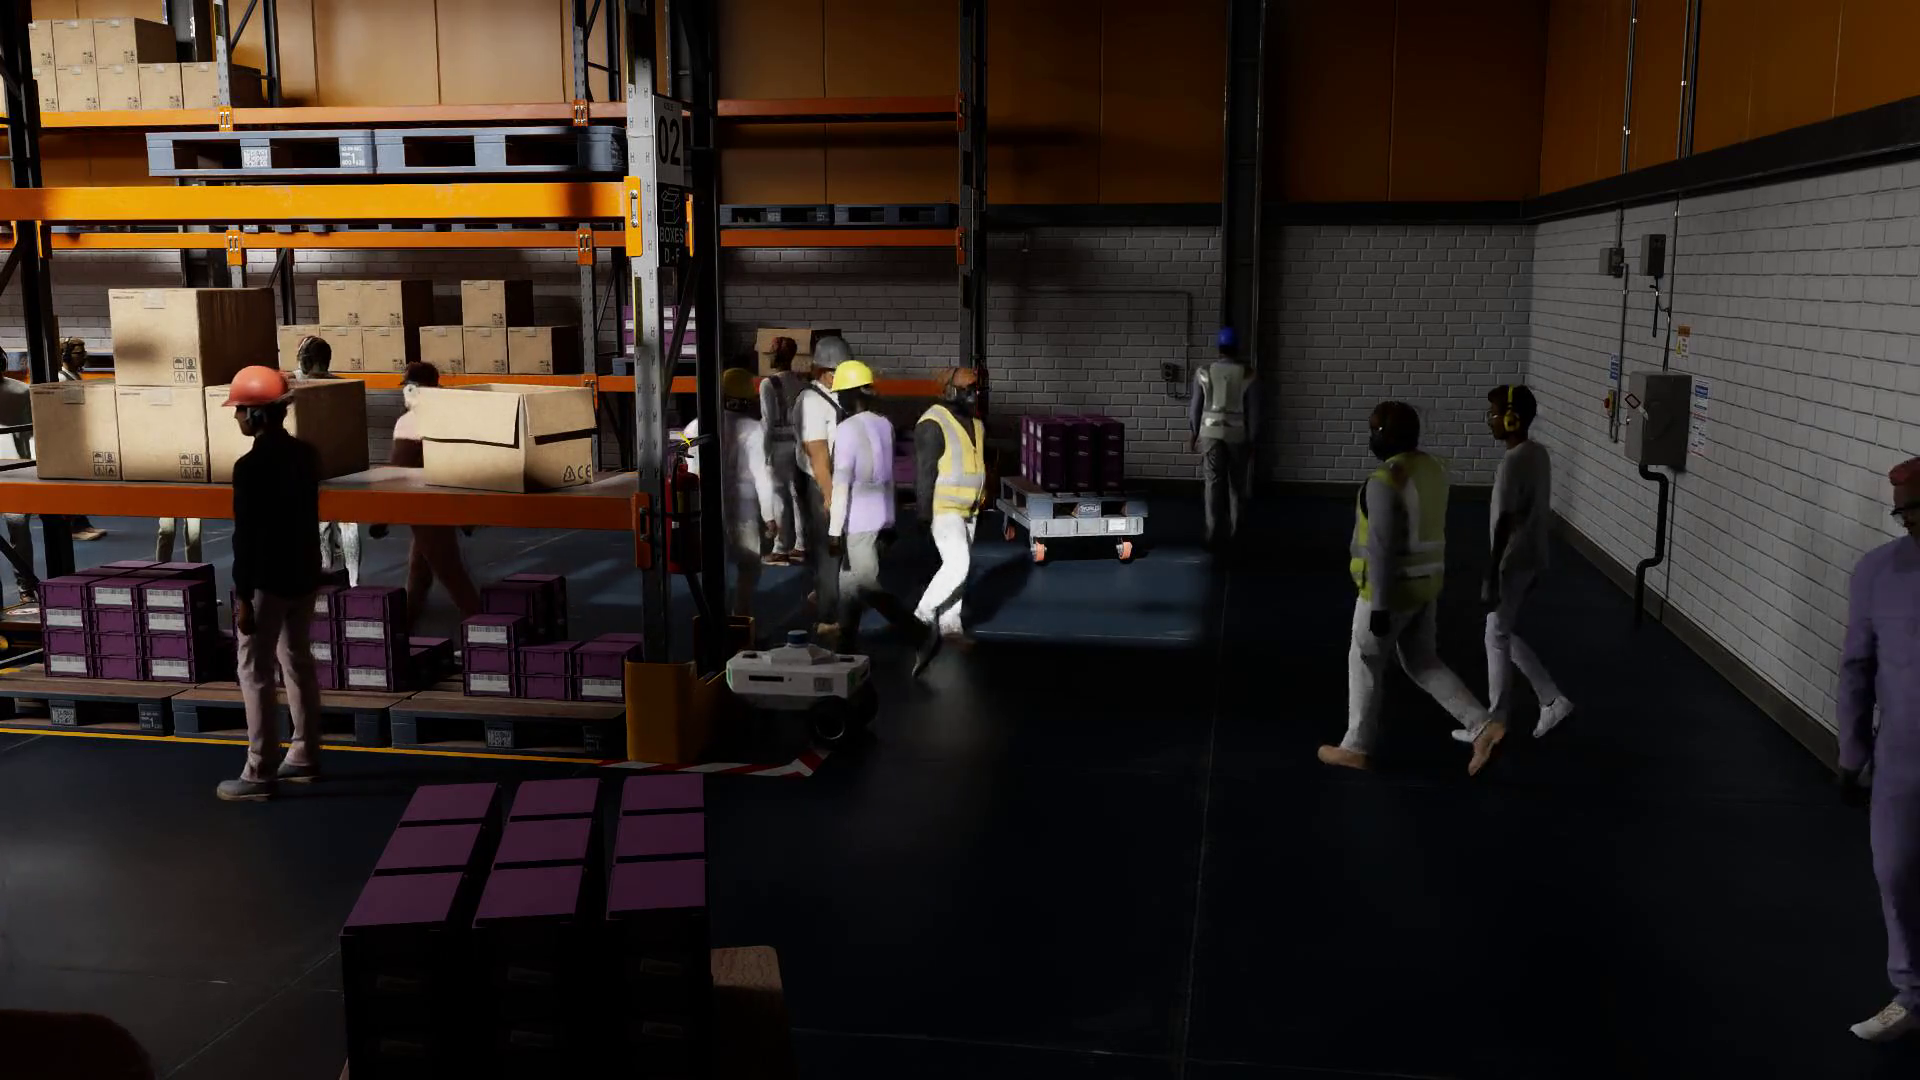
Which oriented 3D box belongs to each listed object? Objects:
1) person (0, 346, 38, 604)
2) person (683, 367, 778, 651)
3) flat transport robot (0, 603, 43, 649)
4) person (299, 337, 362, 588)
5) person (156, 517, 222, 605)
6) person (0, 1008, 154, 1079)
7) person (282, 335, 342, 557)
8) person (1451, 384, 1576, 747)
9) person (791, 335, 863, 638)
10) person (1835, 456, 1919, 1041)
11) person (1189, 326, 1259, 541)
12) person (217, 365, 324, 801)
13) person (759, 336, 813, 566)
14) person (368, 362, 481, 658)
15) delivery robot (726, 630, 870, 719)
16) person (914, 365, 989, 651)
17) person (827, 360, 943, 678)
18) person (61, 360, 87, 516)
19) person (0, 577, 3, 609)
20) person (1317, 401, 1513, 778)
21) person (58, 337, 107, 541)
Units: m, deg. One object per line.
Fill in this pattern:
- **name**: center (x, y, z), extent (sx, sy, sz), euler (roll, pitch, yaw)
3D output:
- **person**: center (-6.853, -0.455, 11.844), extent (0.627, 1.934, 0.372), euler (-5, 11, -30)
- **person**: center (-1.462, -0.184, 10.529), extent (0.647, 1.814, 0.407), euler (5, 10, 27)
- **flat transport robot**: center (-5.661, 0.561, 10.678), extent (1.431, 0.197, 0.652), euler (1, 9, 8)
- **person**: center (-4.626, -0.485, 12.064), extent (0.411, 1.940, 0.639), euler (5, 11, 30)
- **person**: center (-5.559, -0.427, 11.861), extent (0.328, 1.872, 0.513), euler (6, 11, 32)
- **person**: center (-1.239, 1.143, 1.881), extent (0.624, 1.940, 0.983), euler (-9, 13, -44)
- **person**: center (-5.402, -0.768, 13.929), extent (0.356, 1.886, 0.574), euler (5, 10, 29)
- **person**: center (2.785, 0.147, 8.338), extent (0.493, 1.853, 0.563), euler (7, 11, 36)
- **person**: center (-0.799, -0.355, 10.884), extent (0.538, 2.000, 0.698), euler (4, 10, 23)
- **person**: center (3.081, 0.680, 5.028), extent (0.809, 1.869, 0.428), euler (8, 12, 40)
- **person**: center (2.390, -0.964, 15.046), extent (0.612, 1.946, 0.546), euler (1, 9, 8)
- **person**: center (-3.166, 0.192, 7.659), extent (0.437, 1.991, 0.628), euler (2, 9, 10)
- **person**: center (-1.435, -0.729, 13.697), extent (0.348, 1.880, 0.580), euler (7, 12, 38)
- **person**: center (-3.335, -0.184, 10.424), extent (1.015, 1.852, 0.657), euler (2, 9, 10)
- **delivery robot**: center (-0.838, 0.710, 8.588), extent (0.707, 0.478, 0.477), euler (2, 9, 10)
- **person**: center (-0.045, -0.193, 10.536), extent (0.431, 1.827, 0.640), euler (5, 10, 28)
- **person**: center (-0.497, -0.120, 9.903), extent (0.873, 1.887, 0.638), euler (4, 10, 24)
- **person**: center (-8.741, -1.015, 16.296), extent (0.596, 1.623, 0.521), euler (-3, 10, -16)
- **person**: center (-6.340, -0.208, 10.612), extent (0.378, 1.836, 0.561), euler (-1, 9, -7)
- **person**: center (2.161, 0.252, 7.877), extent (0.836, 1.814, 0.631), euler (8, 12, 42)
- **person**: center (-7.928, -0.899, 14.911), extent (0.336, 1.840, 0.509), euler (-2, 9, -10)
